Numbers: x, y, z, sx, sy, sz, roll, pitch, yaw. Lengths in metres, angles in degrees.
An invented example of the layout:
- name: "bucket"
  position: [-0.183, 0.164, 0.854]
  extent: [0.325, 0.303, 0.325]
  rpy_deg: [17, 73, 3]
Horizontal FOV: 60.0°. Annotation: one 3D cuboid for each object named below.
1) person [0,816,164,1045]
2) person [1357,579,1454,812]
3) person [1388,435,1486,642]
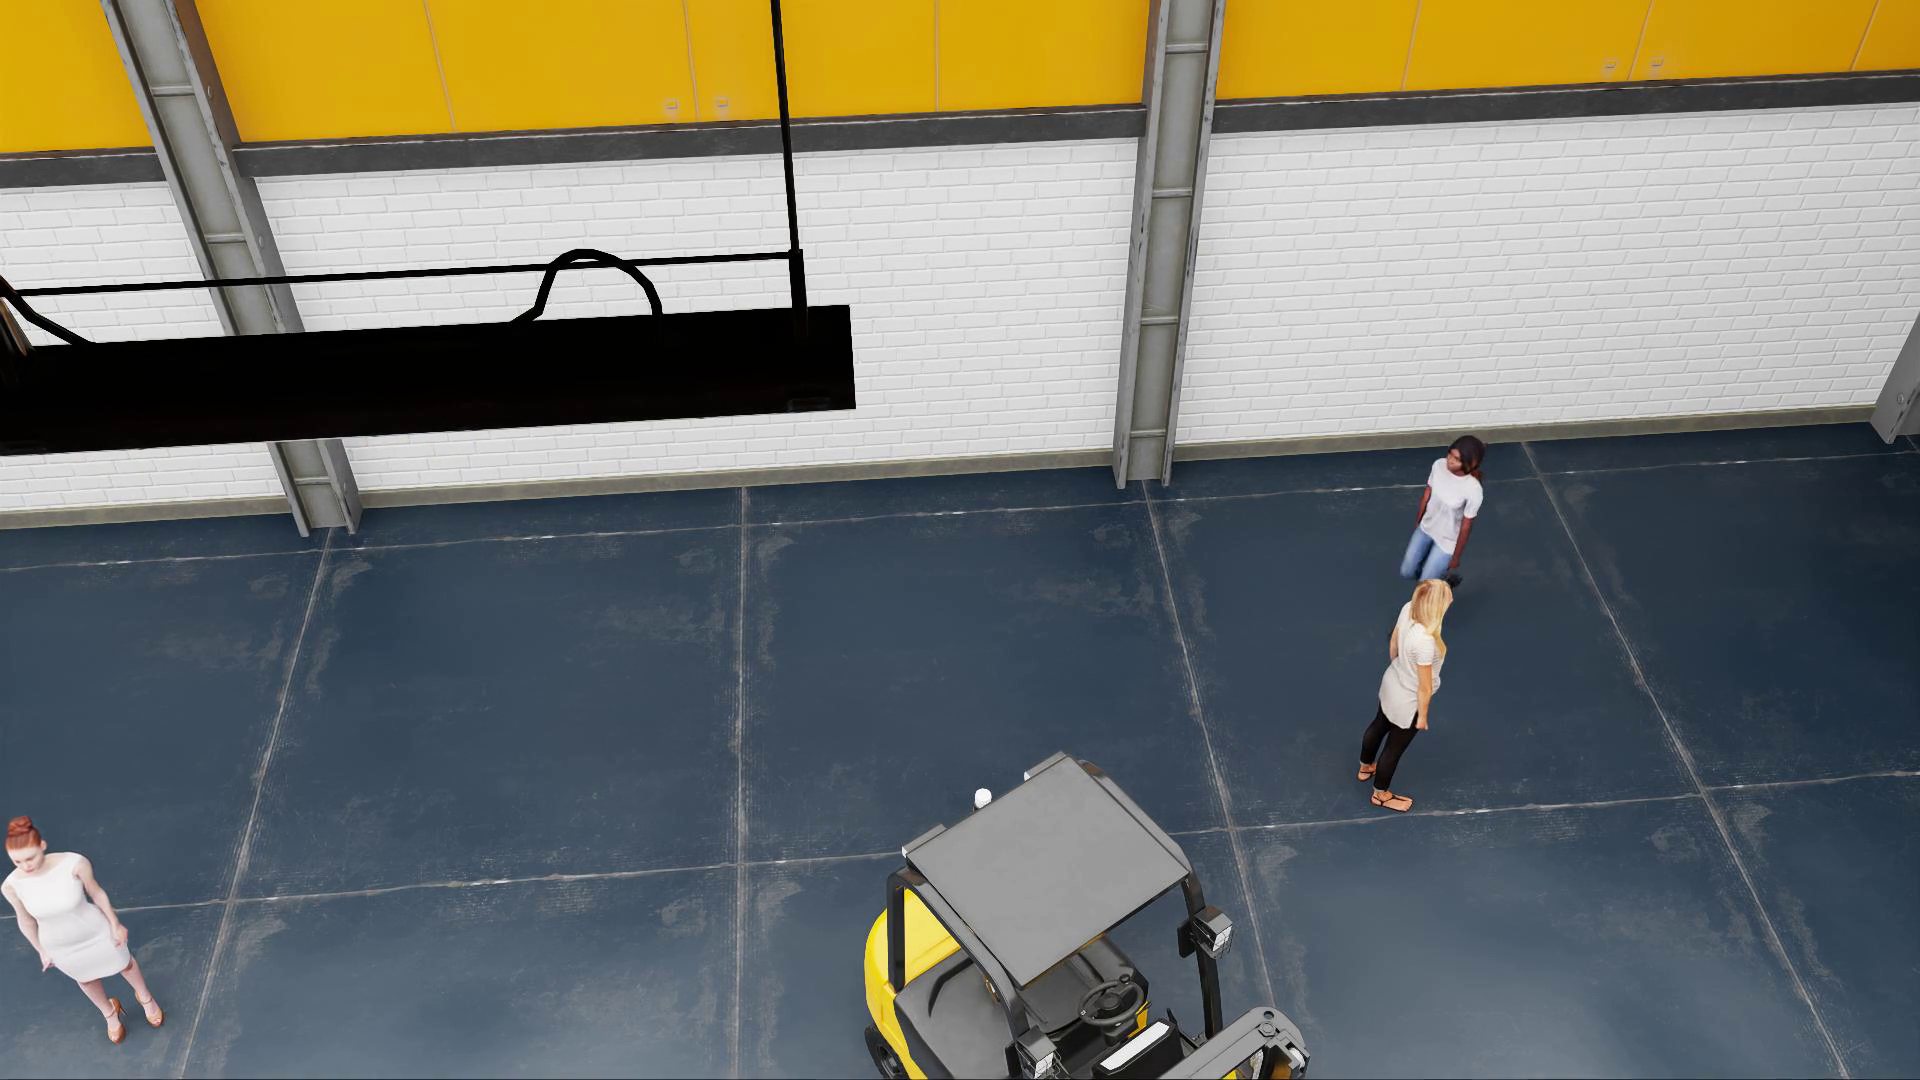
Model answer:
- name: "person"
  position: [-4.557, 2.039, 8.625]
  extent: [0.533, 1.793, 0.693]
  rpy_deg: [-18, 47, -18]
- name: "person"
  position: [2.616, 0.894, 9.801]
  extent: [0.544, 1.827, 0.624]
  rpy_deg: [-7, 44, -7]
- name: "person"
  position: [3.181, -0.030, 10.854]
  extent: [0.929, 1.712, 0.789]
  rpy_deg: [-22, 48, -21]
